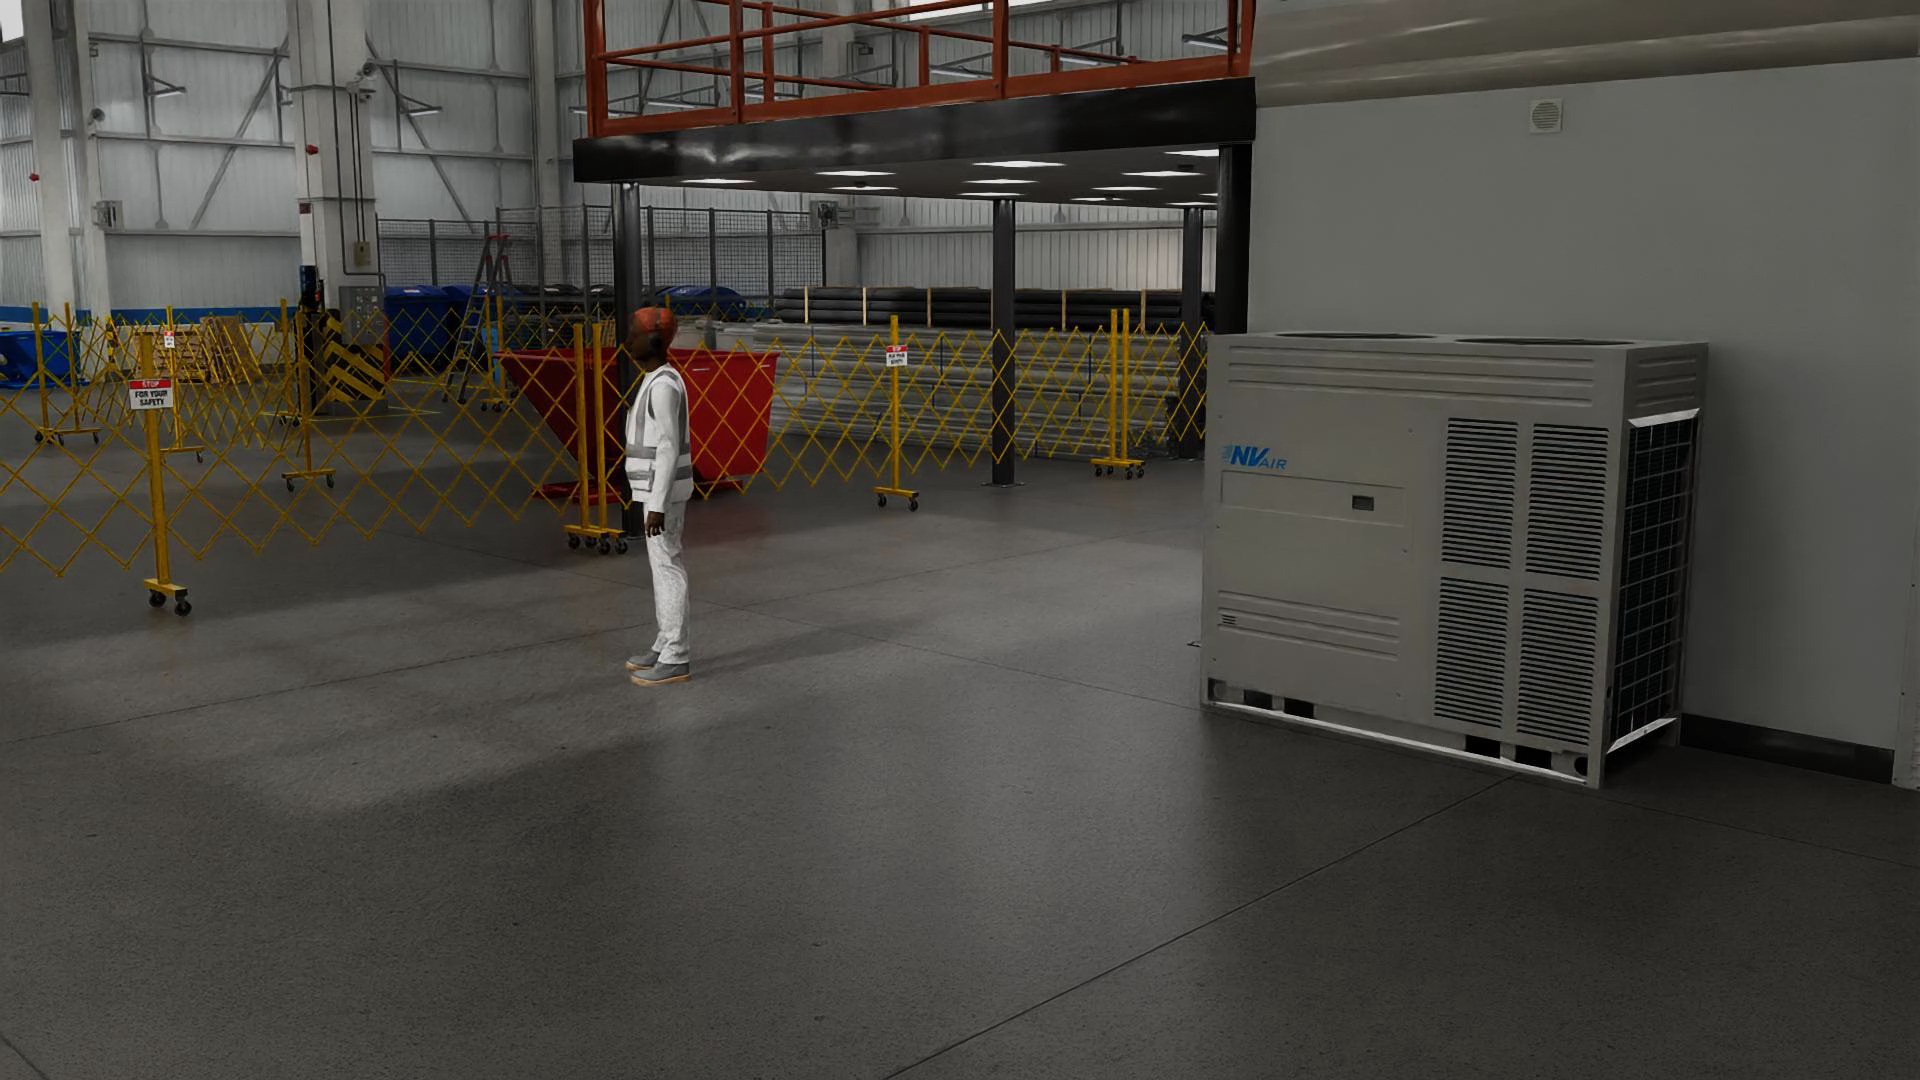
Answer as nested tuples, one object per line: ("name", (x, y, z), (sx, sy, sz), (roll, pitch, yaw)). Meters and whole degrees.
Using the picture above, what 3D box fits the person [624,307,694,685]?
("person", (-1.516, -0.220, 8.340), (0.355, 1.885, 0.575), (-2, 10, -13))
